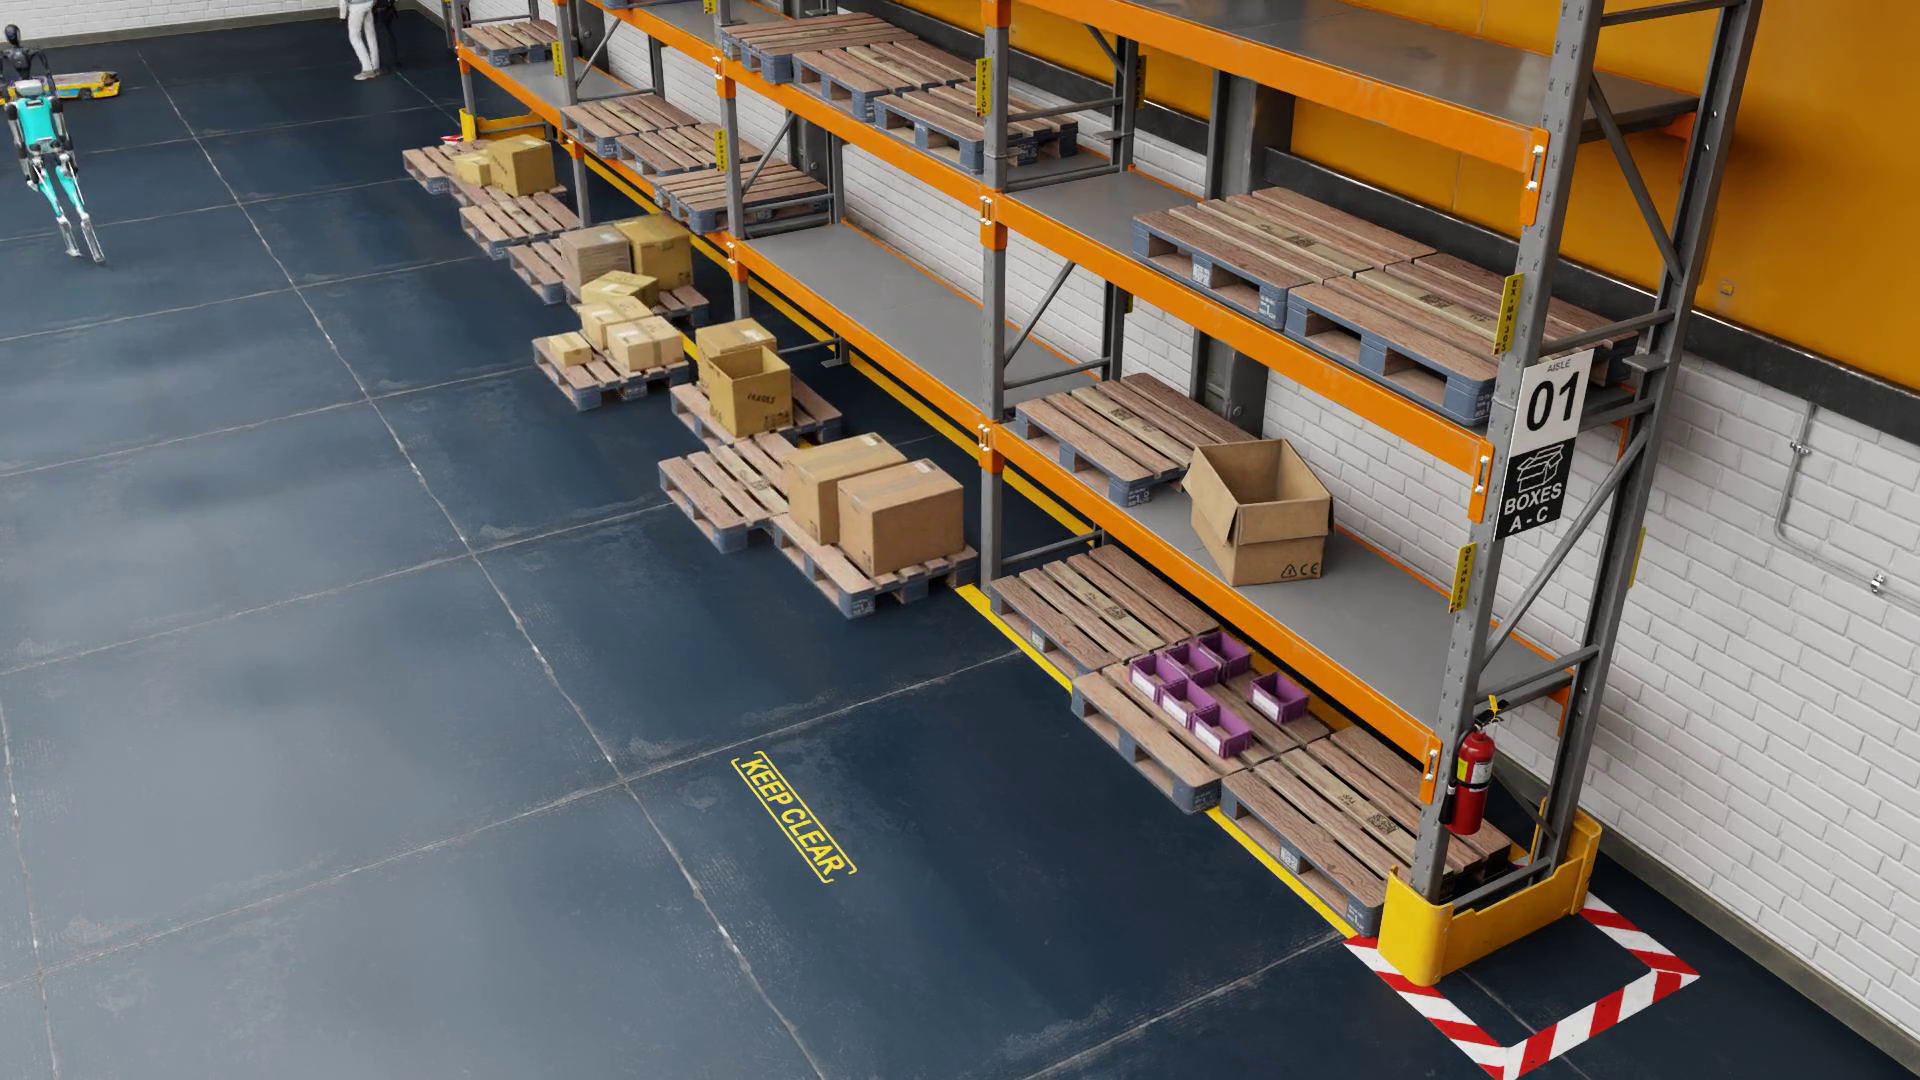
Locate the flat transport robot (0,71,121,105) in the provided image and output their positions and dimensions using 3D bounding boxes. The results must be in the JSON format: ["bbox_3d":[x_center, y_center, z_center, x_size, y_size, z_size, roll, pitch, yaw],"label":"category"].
[{"bbox_3d":[-12.092,-6.067,22.343,1.431,0.231,0.659,-11,31,-18],"label":"flat transport robot"}]

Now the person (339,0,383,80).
[{"bbox_3d":[-8.296,-7.328,22.975,0.345,1.852,0.669,12,32,20],"label":"person"}]

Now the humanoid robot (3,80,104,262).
[{"bbox_3d":[-8.976,-3.583,16.586,0.747,1.888,0.545,25,38,37],"label":"humanoid robot"}]

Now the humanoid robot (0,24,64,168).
[{"bbox_3d":[-10.767,-5.145,19.288,0.609,1.644,0.417,-13,32,-22],"label":"humanoid robot"}]

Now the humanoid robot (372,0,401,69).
[{"bbox_3d":[-8.230,-7.506,23.440,0.599,1.657,0.315,-16,33,-26],"label":"humanoid robot"}]
